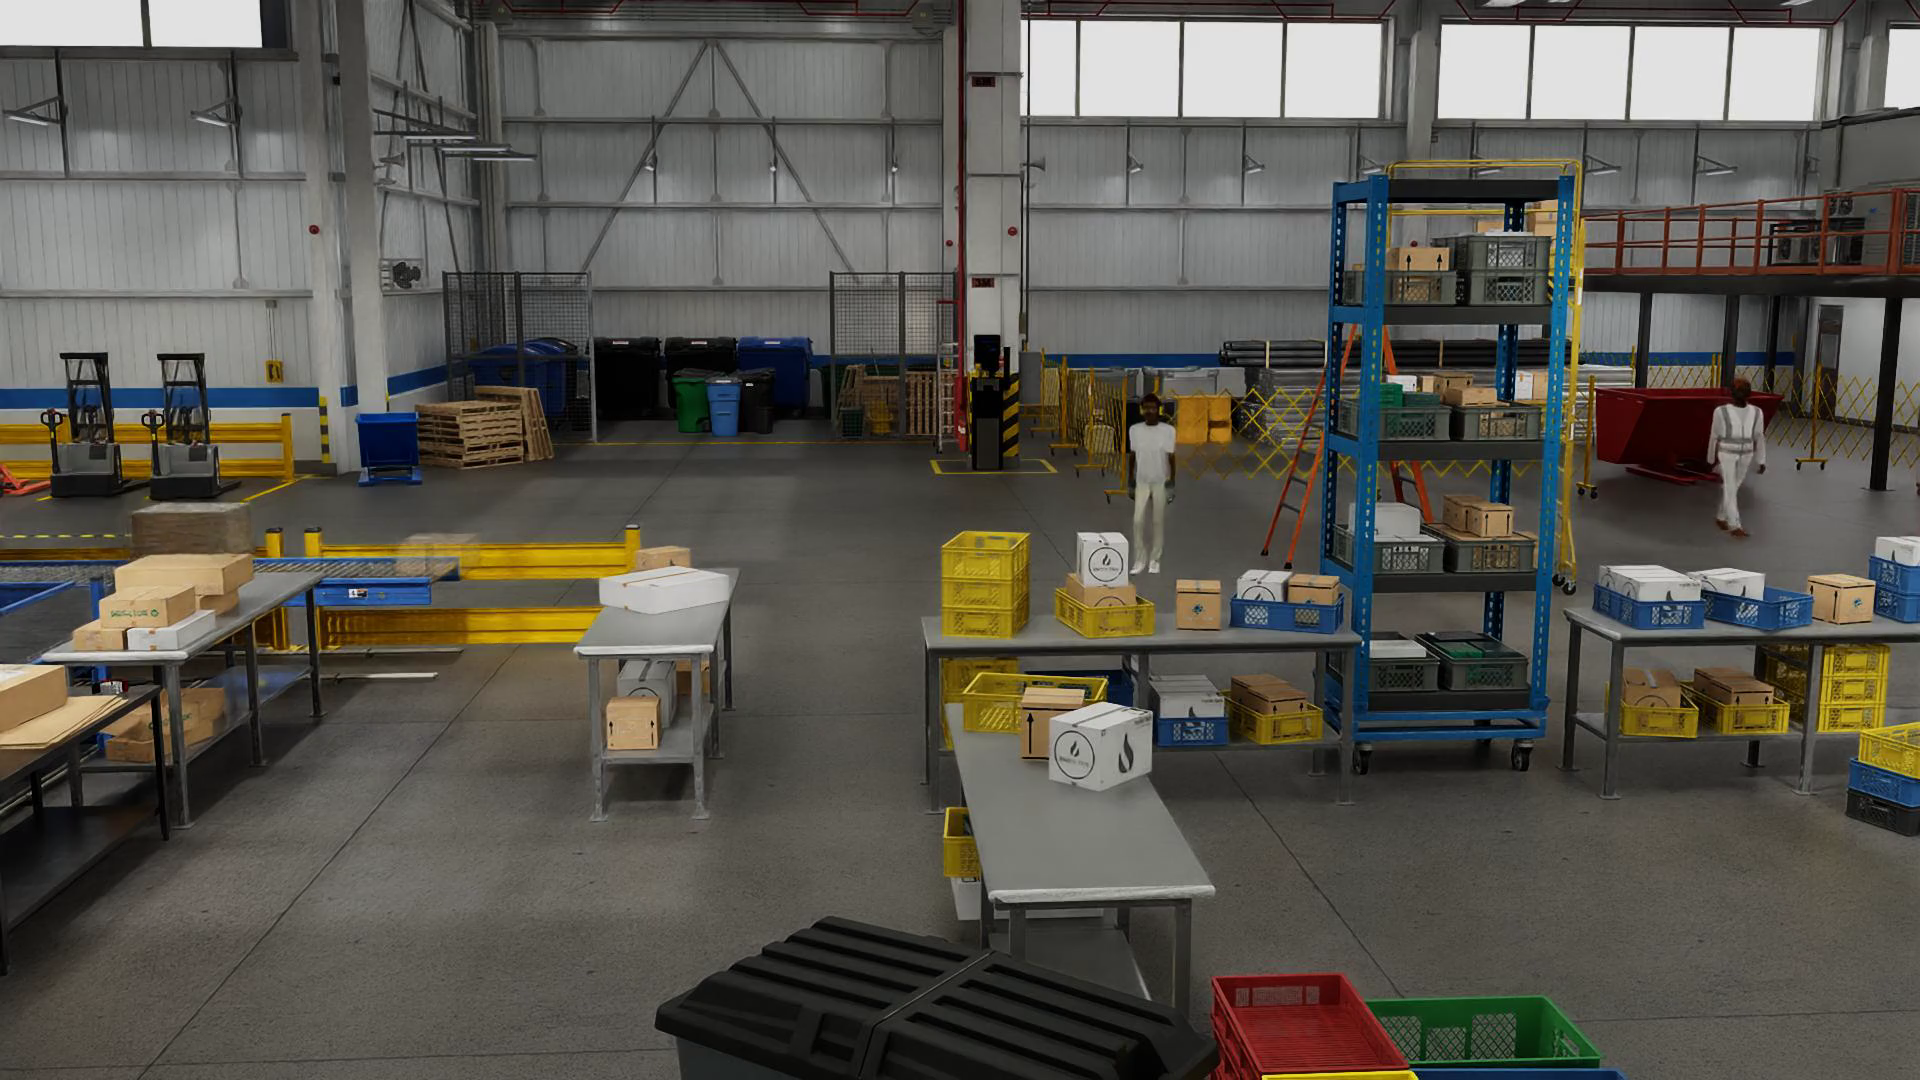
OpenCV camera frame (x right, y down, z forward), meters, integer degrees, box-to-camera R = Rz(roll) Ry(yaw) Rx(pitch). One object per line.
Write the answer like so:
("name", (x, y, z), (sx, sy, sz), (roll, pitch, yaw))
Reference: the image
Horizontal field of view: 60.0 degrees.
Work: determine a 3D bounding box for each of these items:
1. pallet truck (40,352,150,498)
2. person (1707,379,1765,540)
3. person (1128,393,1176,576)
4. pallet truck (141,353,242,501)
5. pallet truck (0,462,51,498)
("pallet truck", (-11.907, -1.642, 23.165), (0.823, 1.965, 1.885), (0, 9, 0))
("person", (9.028, -0.956, 19.378), (0.590, 1.843, 0.985), (0, 9, -1))
("person", (1.931, -0.547, 16.740), (0.525, 1.846, 0.724), (2, 9, 14))
("pallet truck", (-10.520, -1.604, 22.925), (0.823, 1.965, 1.885), (-1, 9, -6))
("pallet truck", (-13.193, -1.293, 23.148), (0.653, 1.274, 1.630), (-1, 9, -4))
